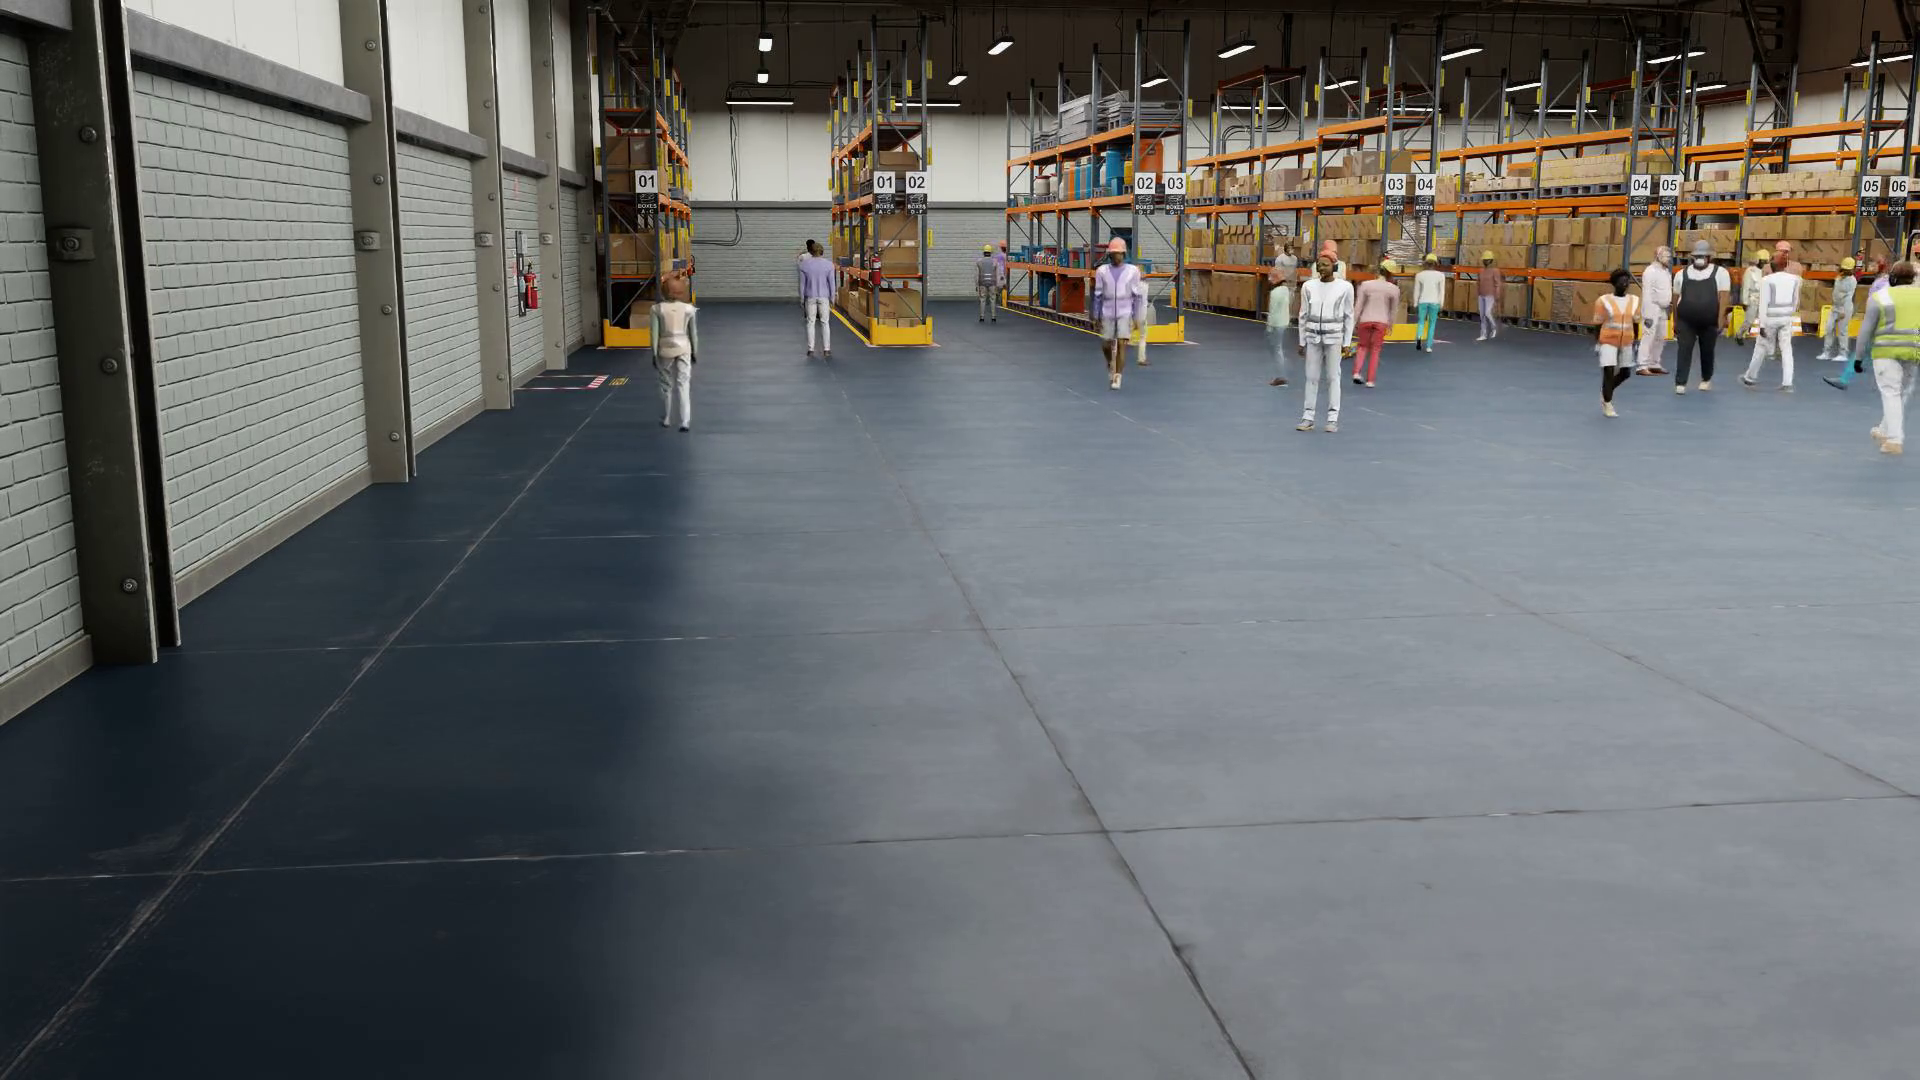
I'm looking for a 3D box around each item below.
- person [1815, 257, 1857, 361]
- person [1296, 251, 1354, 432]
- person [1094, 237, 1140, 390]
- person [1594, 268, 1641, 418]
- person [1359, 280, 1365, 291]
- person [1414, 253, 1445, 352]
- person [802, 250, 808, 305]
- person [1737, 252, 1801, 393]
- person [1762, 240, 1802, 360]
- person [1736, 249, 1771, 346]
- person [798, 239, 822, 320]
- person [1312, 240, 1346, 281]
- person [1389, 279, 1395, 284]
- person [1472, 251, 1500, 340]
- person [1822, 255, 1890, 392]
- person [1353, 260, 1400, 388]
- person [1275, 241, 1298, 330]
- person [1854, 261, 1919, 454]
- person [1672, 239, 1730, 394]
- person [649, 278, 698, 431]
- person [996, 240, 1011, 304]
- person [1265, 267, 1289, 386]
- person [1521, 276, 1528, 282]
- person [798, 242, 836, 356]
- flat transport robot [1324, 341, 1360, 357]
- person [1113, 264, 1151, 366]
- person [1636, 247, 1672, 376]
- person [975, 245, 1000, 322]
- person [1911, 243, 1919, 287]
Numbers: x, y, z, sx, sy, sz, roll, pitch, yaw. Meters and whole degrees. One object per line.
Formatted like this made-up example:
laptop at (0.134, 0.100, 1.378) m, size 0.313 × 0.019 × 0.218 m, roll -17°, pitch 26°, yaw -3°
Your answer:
person at (14.344, -3.753, 27.106) m, size 0.596 × 1.687 × 0.556 m, roll -3°, pitch 11°, yaw -15°
person at (3.805, -2.065, 17.347) m, size 0.574 × 1.882 × 0.358 m, roll 6°, pitch 12°, yaw 30°
person at (2.106, -3.036, 22.272) m, size 0.615 × 2.026 × 0.573 m, roll 3°, pitch 11°, yaw 14°
person at (7.381, -2.230, 18.791) m, size 0.534 × 1.684 × 0.554 m, roll 0°, pitch 10°, yaw -2°
person at (10.884, -7.014, 44.481) m, size 0.615 × 1.873 × 0.968 m, roll -1°, pitch 10°, yaw -4°
person at (8.235, -4.157, 29.192) m, size 0.526 × 1.755 × 0.418 m, roll 5°, pitch 11°, yaw 24°
person at (-4.558, -7.735, 49.150) m, size 0.358 × 1.624 × 0.500 m, roll 7°, pitch 13°, yaw 35°
person at (10.705, -2.866, 21.881) m, size 0.584 × 1.827 × 0.997 m, roll -1°, pitch 10°, yaw -5°
person at (13.458, -3.927, 27.297) m, size 0.627 × 1.978 × 0.744 m, roll 5°, pitch 12°, yaw 26°
person at (14.402, -4.349, 30.072) m, size 0.603 × 1.809 × 0.757 m, roll -1°, pitch 10°, yaw -7°
person at (-3.642, -6.366, 40.694) m, size 0.600 × 1.967 × 0.367 m, roll 1°, pitch 10°, yaw 6°
person at (6.257, -4.065, 28.096) m, size 0.666 × 1.955 × 0.912 m, roll -1°, pitch 10°, yaw -6°
person at (10.348, -6.327, 40.747) m, size 0.654 × 1.881 × 0.830 m, roll 0°, pitch 10°, yaw -2°
person at (10.294, -4.778, 32.571) m, size 0.360 × 1.755 × 0.533 m, roll -6°, pitch 12°, yaw -32°
person at (11.874, -2.805, 21.657) m, size 0.986 × 1.783 × 0.584 m, roll 3°, pitch 11°, yaw 15°
person at (5.604, -2.906, 22.424) m, size 0.601 × 1.721 × 0.420 m, roll 4°, pitch 11°, yaw 22°
person at (7.070, -5.495, 36.025) m, size 0.630 × 1.933 × 0.358 m, roll -8°, pitch 13°, yaw -37°
person at (8.857, -1.744, 15.831) m, size 0.650 × 1.790 × 0.946 m, roll 0°, pitch 10°, yaw 3°
person at (9.629, -2.929, 21.651) m, size 0.684 × 2.000 × 0.913 m, roll 5°, pitch 12°, yaw 28°
person at (-3.013, -1.955, 17.545) m, size 0.528 × 1.588 × 0.884 m, roll -4°, pitch 11°, yaw -21°
person at (1.253, -7.804, 48.710) m, size 0.501 × 1.919 × 0.564 m, roll 3°, pitch 11°, yaw 15°
person at (4.308, -2.898, 22.626) m, size 0.402 × 1.613 × 0.520 m, roll 6°, pitch 12°, yaw 31°
person at (17.178, -7.988, 49.961) m, size 1.016 × 1.822 × 0.707 m, roll 3°, pitch 11°, yaw 18°
person at (-2.440, -4.107, 28.388) m, size 0.633 × 1.938 × 0.356 m, roll -1°, pitch 10°, yaw -3°
flat transport robot at (6.407, -3.271, 28.379) m, size 0.652 × 0.197 × 1.431 m, roll 4°, pitch 11°, yaw 21°
person at (2.701, -3.506, 26.003) m, size 0.702 × 1.606 × 0.509 m, roll -10°, pitch 14°, yaw -43°
person at (10.222, -3.346, 24.395) m, size 0.712 × 1.883 × 0.414 m, roll -9°, pitch 14°, yaw -42°
person at (0.653, -6.092, 39.564) m, size 0.597 × 1.832 × 0.404 m, roll 0°, pitch 10°, yaw -2°
person at (16.114, -4.036, 28.003) m, size 0.550 × 1.935 × 0.375 m, roll -8°, pitch 13°, yaw -37°
